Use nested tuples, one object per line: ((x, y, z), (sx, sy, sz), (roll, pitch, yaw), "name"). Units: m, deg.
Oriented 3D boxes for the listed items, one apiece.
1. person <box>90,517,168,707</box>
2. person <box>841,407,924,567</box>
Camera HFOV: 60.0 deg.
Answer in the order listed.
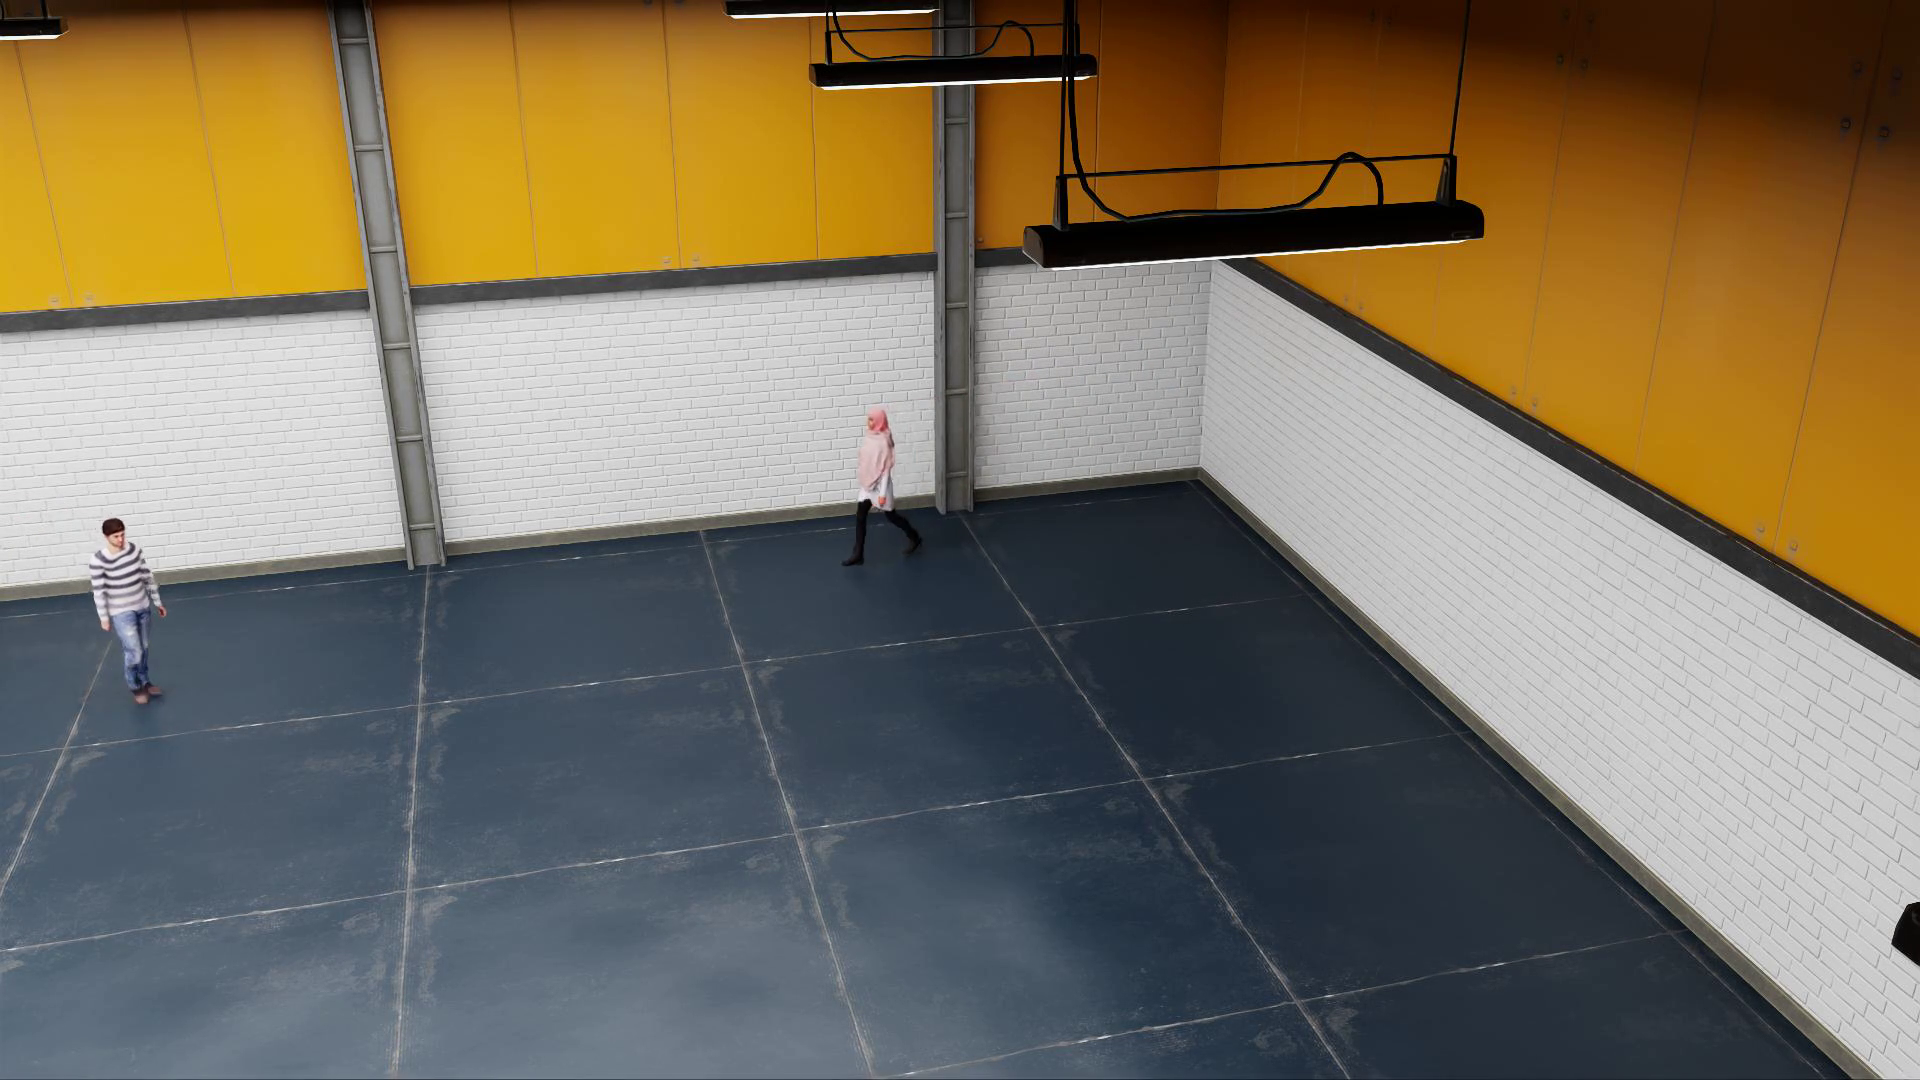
((-7.646, 0.620, 15.162), (0.884, 1.829, 0.827), (10, 26, 22), "person")
((-0.788, -0.568, 17.969), (1.289, 1.758, 0.889), (-14, 27, -29), "person")
